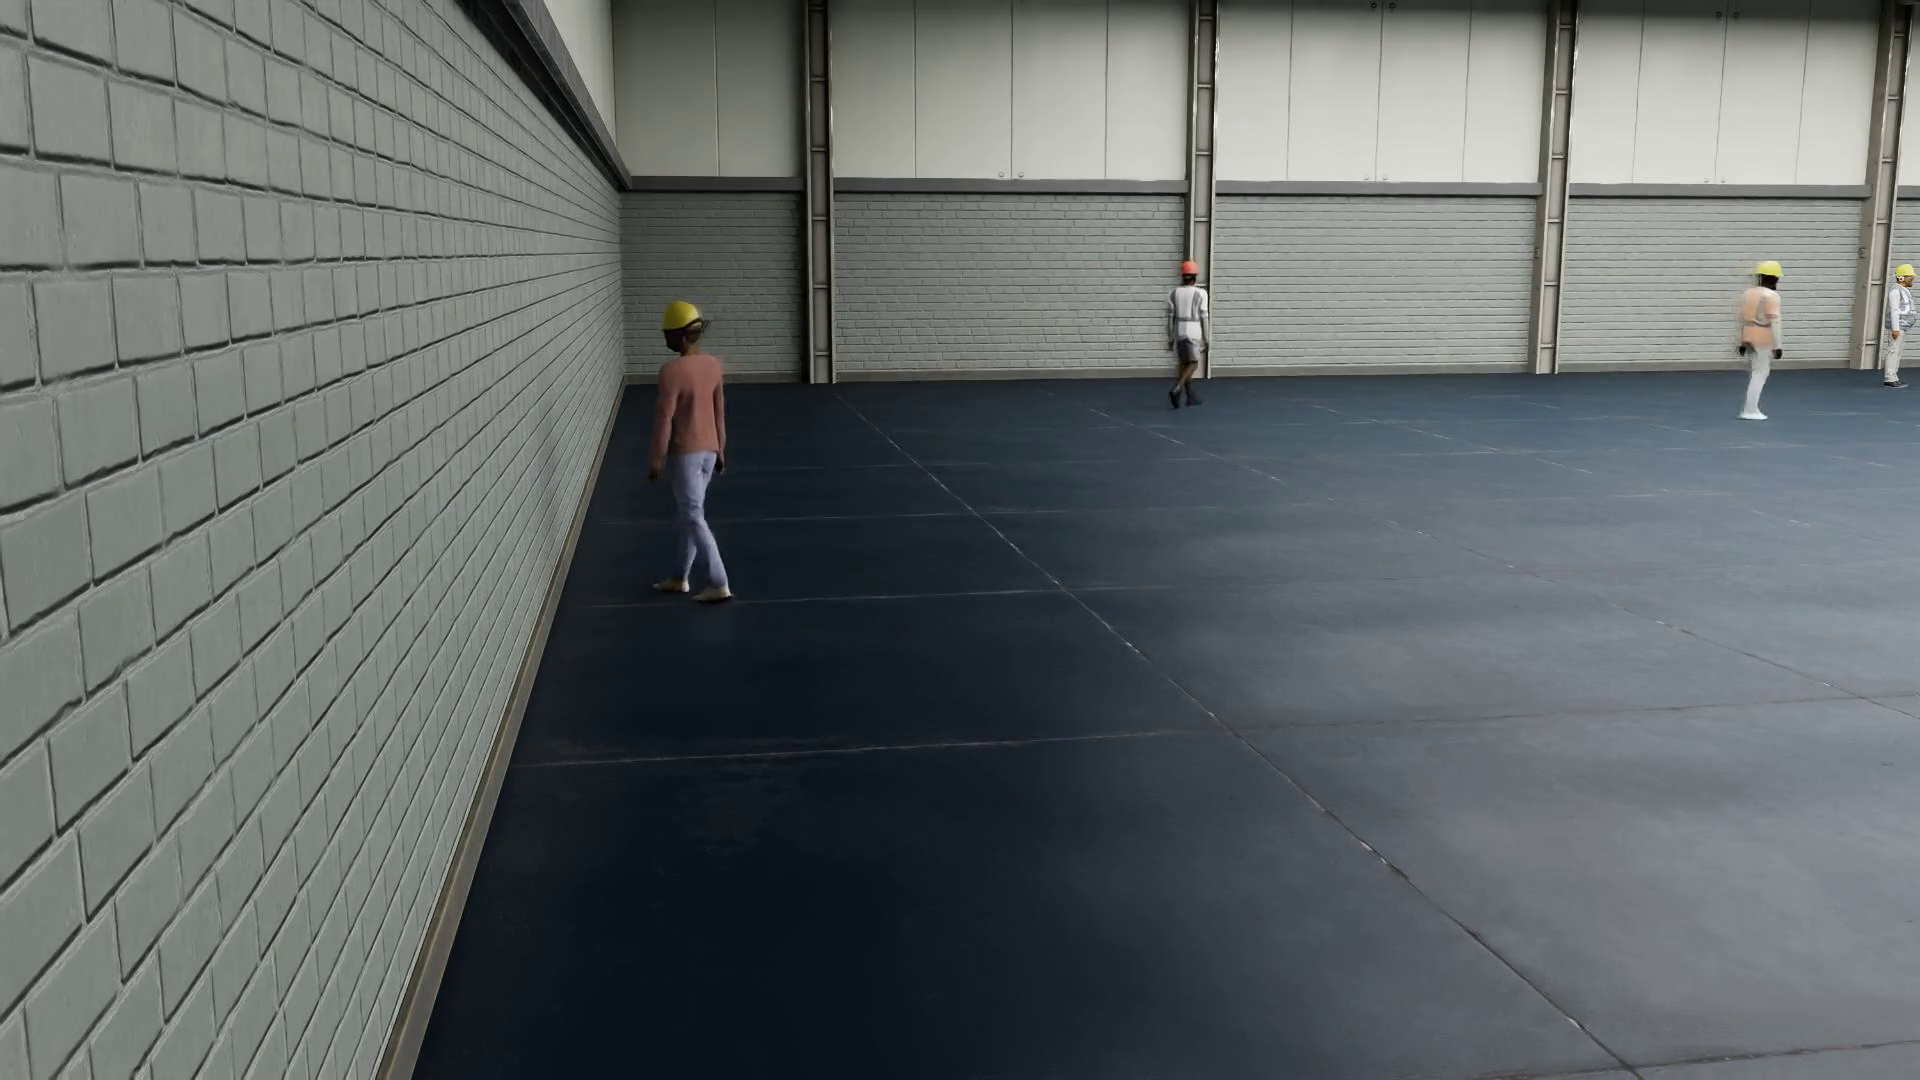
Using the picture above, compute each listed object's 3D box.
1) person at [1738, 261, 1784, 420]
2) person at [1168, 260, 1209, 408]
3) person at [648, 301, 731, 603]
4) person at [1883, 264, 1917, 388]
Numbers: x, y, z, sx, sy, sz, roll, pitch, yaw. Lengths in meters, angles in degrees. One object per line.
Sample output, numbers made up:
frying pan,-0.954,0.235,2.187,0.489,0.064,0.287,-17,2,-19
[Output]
person,9.656,-2.386,19.959,0.514,1.905,0.607,-1,10,-7
person,2.923,-2.659,21.517,0.550,1.913,0.870,7,12,37
person,-1.578,-0.503,9.610,0.593,1.753,0.546,5,11,27
person,13.943,-3.167,24.672,0.404,1.833,0.590,8,13,38
